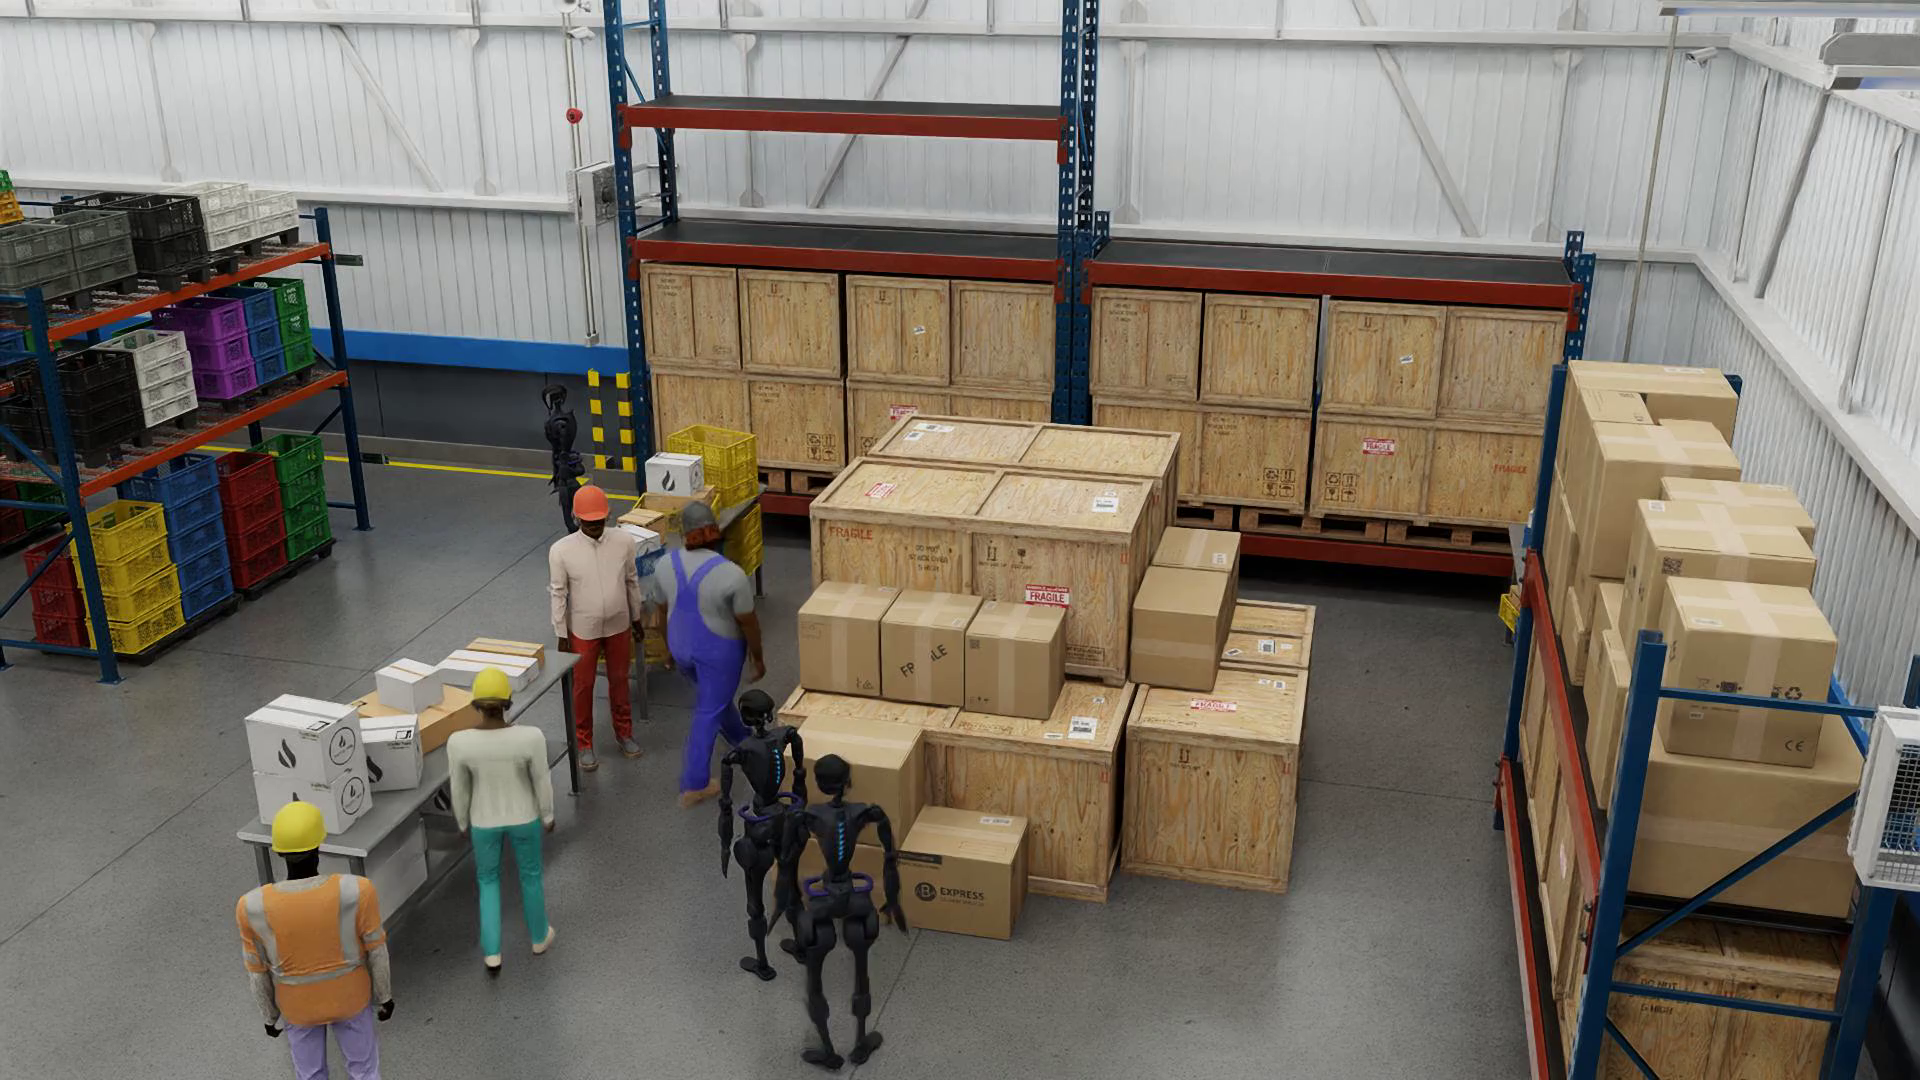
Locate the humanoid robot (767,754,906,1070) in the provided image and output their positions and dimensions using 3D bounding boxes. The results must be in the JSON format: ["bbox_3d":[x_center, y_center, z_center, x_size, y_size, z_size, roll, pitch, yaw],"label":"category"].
[{"bbox_3d":[-0.609,1.839,8.264,0.692,1.641,0.418,-5,21,-13],"label":"humanoid robot"}]

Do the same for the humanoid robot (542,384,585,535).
[{"bbox_3d":[-3.456,-0.556,14.529,0.329,1.648,0.592,-8,22,-20],"label":"humanoid robot"}]

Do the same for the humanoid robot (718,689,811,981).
[{"bbox_3d":[-1.033,1.562,8.983,0.581,1.651,0.327,-17,26,-37],"label":"humanoid robot"}]

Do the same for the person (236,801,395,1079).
[{"bbox_3d":[-2.829,2.033,7.405,0.585,1.927,0.359,-6,22,-16],"label":"person"}]

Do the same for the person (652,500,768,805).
[{"bbox_3d":[-1.582,0.650,10.867,0.707,2.000,1.021,12,24,29],"label":"person"}]

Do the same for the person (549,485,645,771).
[{"bbox_3d":[-2.409,0.573,11.132,0.621,1.991,0.394,-12,24,-29],"label":"person"}]

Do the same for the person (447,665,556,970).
[{"bbox_3d":[-2.467,1.503,9.031,0.528,1.776,0.336,-3,21,-9],"label":"person"}]
